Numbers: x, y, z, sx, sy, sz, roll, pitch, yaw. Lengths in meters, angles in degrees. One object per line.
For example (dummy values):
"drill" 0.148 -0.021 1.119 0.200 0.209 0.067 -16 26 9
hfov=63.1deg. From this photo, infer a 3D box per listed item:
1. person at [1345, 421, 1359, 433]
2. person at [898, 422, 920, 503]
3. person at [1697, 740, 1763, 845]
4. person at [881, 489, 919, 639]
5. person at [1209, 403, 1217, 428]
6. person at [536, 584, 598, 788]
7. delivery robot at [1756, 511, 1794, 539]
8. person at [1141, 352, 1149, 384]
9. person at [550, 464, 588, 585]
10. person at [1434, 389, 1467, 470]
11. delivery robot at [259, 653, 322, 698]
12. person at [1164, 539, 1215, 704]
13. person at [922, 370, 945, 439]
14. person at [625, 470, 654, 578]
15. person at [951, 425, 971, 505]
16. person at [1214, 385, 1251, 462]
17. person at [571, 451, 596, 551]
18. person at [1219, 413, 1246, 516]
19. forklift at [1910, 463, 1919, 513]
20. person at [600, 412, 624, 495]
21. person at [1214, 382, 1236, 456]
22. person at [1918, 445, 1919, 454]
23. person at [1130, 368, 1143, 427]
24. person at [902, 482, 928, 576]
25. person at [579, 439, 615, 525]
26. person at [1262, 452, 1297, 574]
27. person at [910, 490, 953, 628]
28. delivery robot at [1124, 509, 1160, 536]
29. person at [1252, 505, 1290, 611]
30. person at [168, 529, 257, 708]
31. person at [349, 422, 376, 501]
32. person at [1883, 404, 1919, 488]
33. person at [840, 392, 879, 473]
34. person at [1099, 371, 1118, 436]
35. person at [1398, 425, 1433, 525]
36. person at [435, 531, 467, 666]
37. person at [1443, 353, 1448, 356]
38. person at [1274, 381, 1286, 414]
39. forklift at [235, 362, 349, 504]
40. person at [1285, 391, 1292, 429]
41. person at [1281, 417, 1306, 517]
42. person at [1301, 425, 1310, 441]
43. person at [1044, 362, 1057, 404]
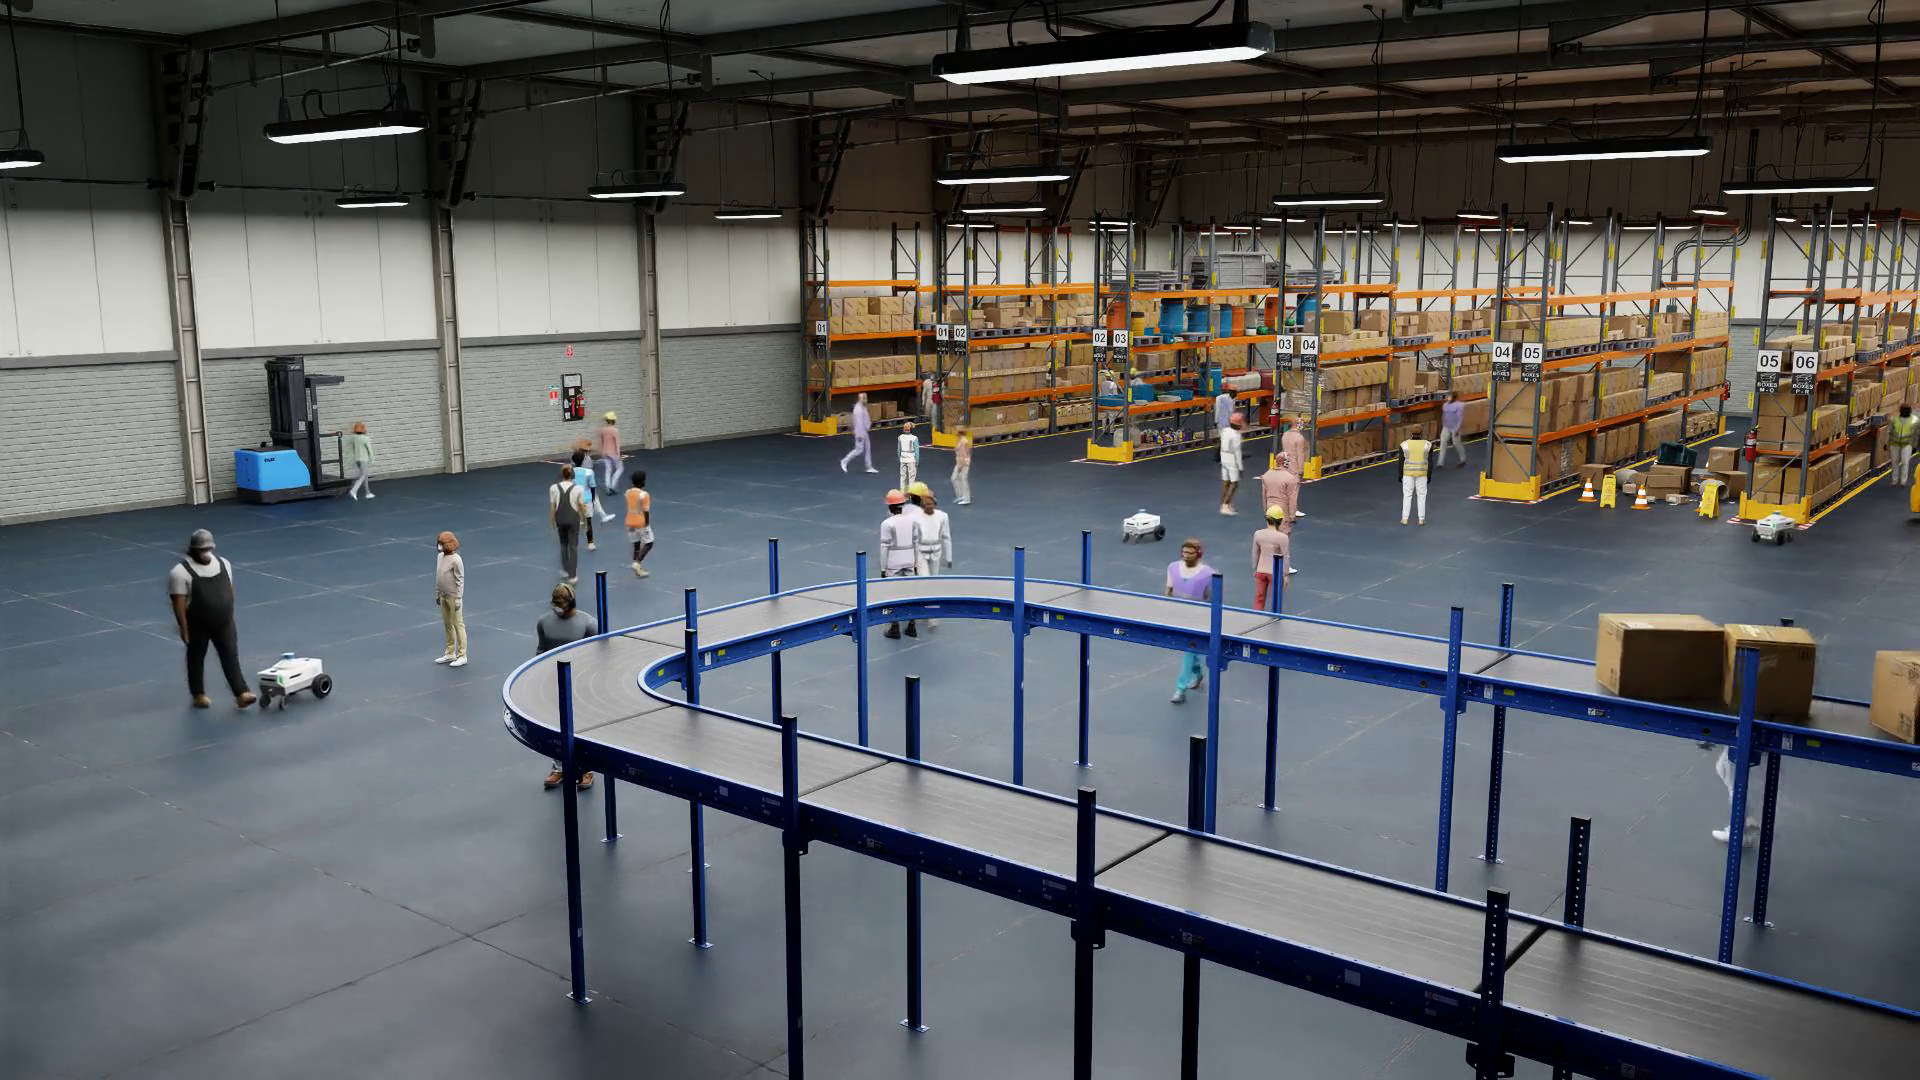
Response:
"person" 10.319 -3.430 41.373 0.616 1.914 0.530 6 12 32
"person" -1.038 -1.572 31.698 0.521 1.638 0.311 7 12 36
"person" 6.493 1.632 13.107 0.494 1.846 0.461 -7 12 -33
"person" -0.801 0.302 20.364 0.552 1.929 0.404 -6 12 -32
"person" 7.437 -4.248 46.145 0.546 1.862 0.341 5 11 24
"person" -3.610 1.340 14.486 0.629 1.933 0.379 2 10 11
"delivery robot" 14.209 -0.266 27.258 0.707 0.478 0.477 -7 12 -35
"person" 6.237 -5.592 53.310 0.633 1.994 0.983 8 13 37
"person" -5.927 -0.262 23.812 0.536 1.818 0.713 0 10 0
"person" 11.597 -2.609 36.808 0.991 1.904 0.628 -8 13 -37
"delivery robot" -7.422 1.494 17.351 0.477 0.478 0.707 3 10 17
"person" 2.589 0.859 17.575 0.572 1.803 0.966 8 13 37
"person" -0.718 -3.784 43.358 0.647 1.924 0.655 4 11 23
"person" -4.953 -0.235 24.062 0.532 1.679 0.425 7 12 35
"person" 0.010 -1.501 31.317 0.482 1.615 0.529 -2 10 -12
"person" 6.668 -2.827 38.102 0.960 1.864 0.580 1 10 5
"person" -6.404 -0.654 26.367 0.539 1.695 0.318 -2 10 -9
"person" 5.177 -1.452 30.049 0.561 1.996 0.717 -4 11 -21
"forklift" 19.034 -1.348 28.998 2.313 2.155 1.214 8 13 37
"person" -7.278 -1.804 32.672 0.544 1.751 0.397 6 12 31
"person" 6.586 -2.981 38.932 0.573 1.887 0.355 -5 11 -25
"person" 20.697 -1.968 33.337 0.501 1.850 0.550 -7 12 -34
"person" 4.996 -4.088 45.389 0.518 1.808 0.612 -9 13 -40
"person" -0.691 0.155 21.271 0.544 1.900 0.696 -9 14 -41
"person" -6.877 -1.084 29.050 0.871 1.585 0.517 -6 12 -32
"person" 5.038 -0.431 24.524 0.409 1.907 0.648 -7 12 -36
"person" -0.398 0.246 20.914 0.665 1.832 0.938 -4 11 -20
"delivery robot" 3.192 -0.294 27.410 0.477 0.478 0.707 9 14 42
"person" 3.998 0.431 20.069 0.533 1.767 0.326 10 14 43
"person" -8.122 0.869 16.950 1.005 2.000 0.707 8 13 38
"person" -12.288 -1.614 32.041 0.500 1.599 0.738 5 11 25
"person" 20.361 -2.039 33.871 0.633 1.808 0.821 8 13 39
"person" -2.334 -2.470 36.087 0.814 1.883 0.652 1 10 5
"person" 4.194 -3.831 43.892 0.589 1.824 0.403 9 13 41
"person" 8.464 -1.211 29.102 0.626 1.844 0.429 2 10 11
"person" -6.173 0.700 18.920 0.500 1.636 0.286 8 13 39
"person" 15.724 -5.107 50.717 0.631 1.951 0.606 7 12 35
"person" 8.468 -3.291 41.012 0.525 1.772 0.306 7 12 35
"forklift" -13.803 -2.244 32.110 1.129 2.768 1.873 8 13 37
"person" 9.208 -3.710 42.927 0.581 1.917 0.553 9 14 43
"person" 6.436 -1.415 30.075 0.403 1.905 0.672 -4 11 -20
"person" 8.836 -3.253 40.368 1.020 1.915 0.627 -4 11 -20
"person" 2.742 -4.479 47.516 0.404 1.833 0.590 -8 13 -39
